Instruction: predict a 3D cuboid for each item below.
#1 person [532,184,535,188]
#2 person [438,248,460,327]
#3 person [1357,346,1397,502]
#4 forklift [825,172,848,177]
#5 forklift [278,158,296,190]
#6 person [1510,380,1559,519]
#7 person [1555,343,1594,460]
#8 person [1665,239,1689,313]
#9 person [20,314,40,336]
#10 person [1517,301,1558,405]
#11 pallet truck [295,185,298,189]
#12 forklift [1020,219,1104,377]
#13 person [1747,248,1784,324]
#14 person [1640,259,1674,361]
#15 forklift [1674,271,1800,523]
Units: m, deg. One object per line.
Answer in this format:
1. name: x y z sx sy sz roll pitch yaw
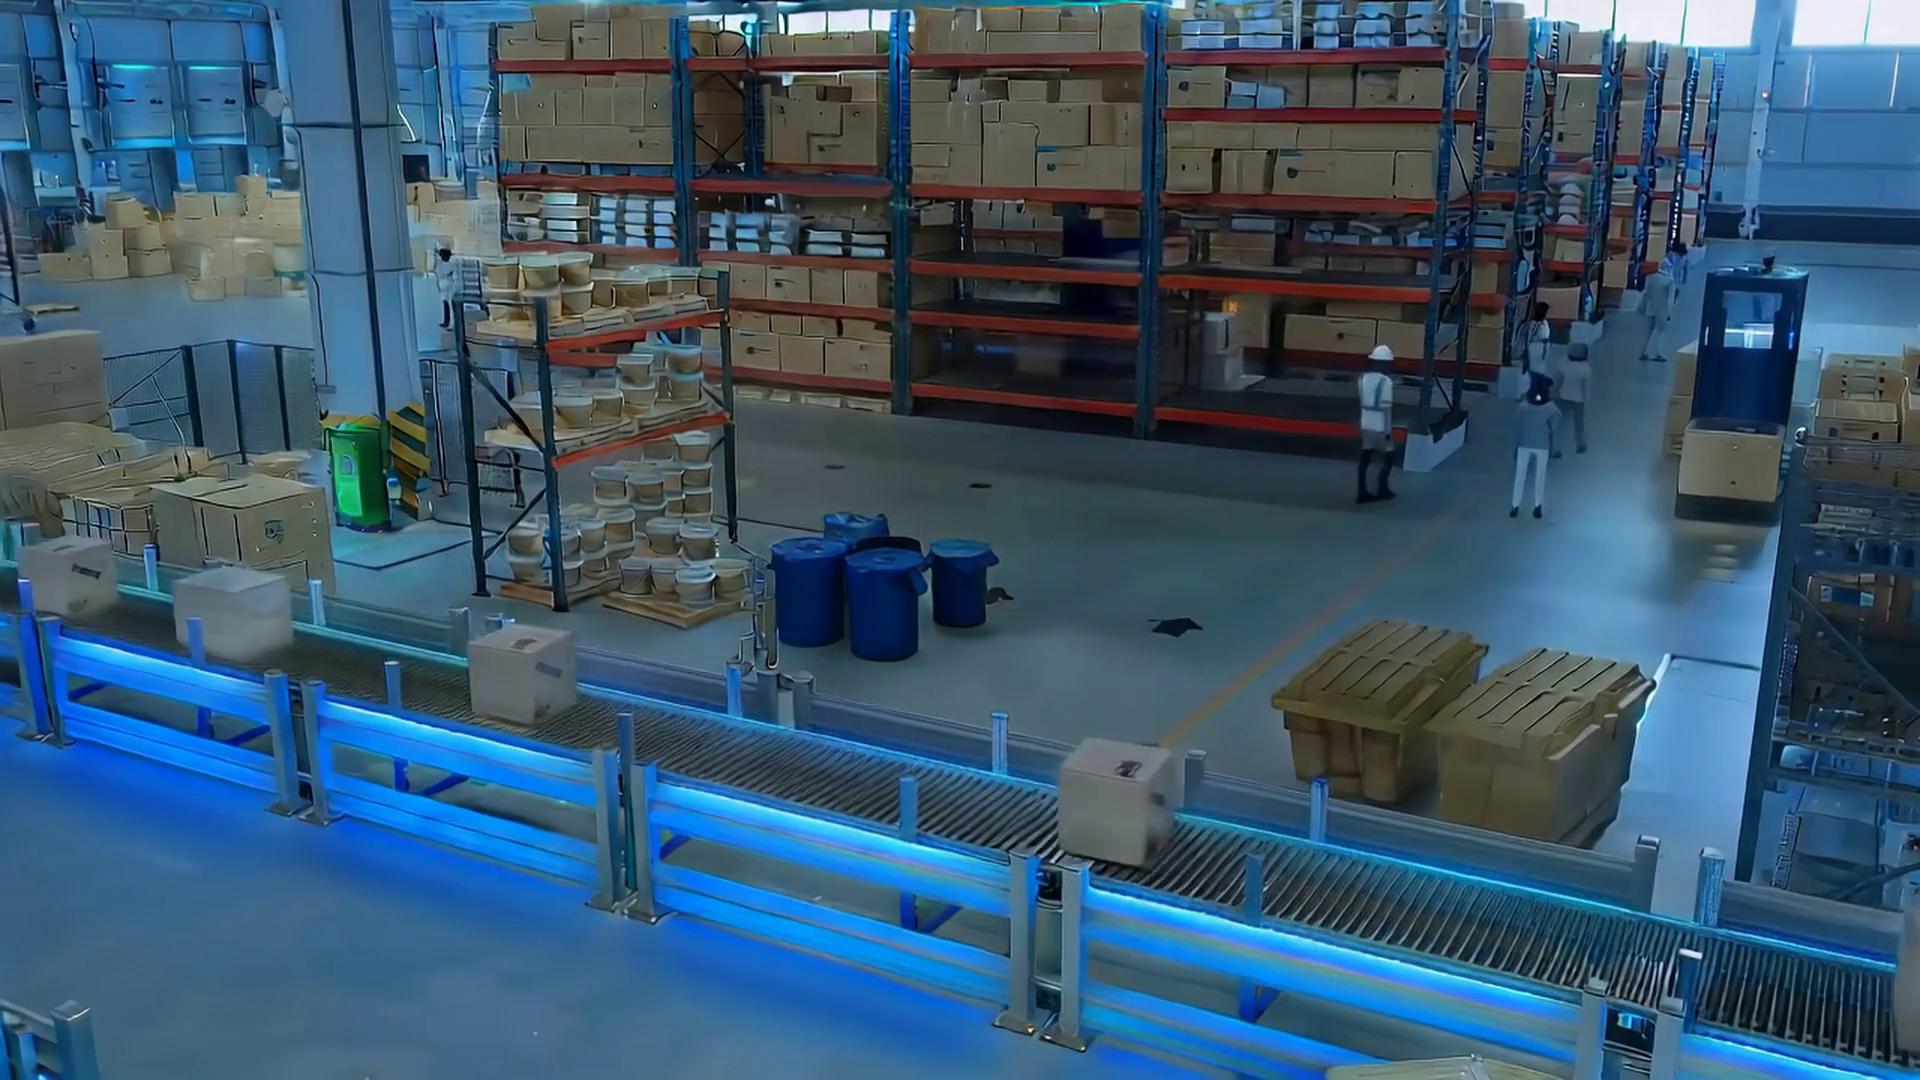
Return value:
1. person: -17.019 -13.485 66.079 0.532 1.690 0.322 3 15 11
2. person: -10.970 -5.405 35.684 0.532 1.697 0.322 5 16 19
3. person: 5.130 -1.409 20.238 0.679 1.915 0.581 -8 17 -28
4. forklift: -4.620 -13.133 62.470 1.129 2.768 1.873 8 17 28
5. forklift: -22.529 -11.525 56.427 1.873 2.768 1.129 8 17 28
6. person: 6.711 -1.061 19.475 0.507 1.634 0.280 5 16 18
7. person: 8.412 -1.912 22.779 0.505 1.579 0.880 11 19 36
8. person: 16.358 -6.033 38.054 0.556 1.681 0.397 8 17 28
9. person: -13.646 -2.465 24.559 0.555 1.723 0.866 -10 18 -33
10. person: 9.316 -2.978 26.569 0.607 1.682 0.545 3 15 10
11. pallet truck: -26.804 -14.617 69.738 1.885 1.965 0.823 -14 20 -42
12. forklift: 2.069 -3.999 28.135 1.873 2.768 1.129 8 17 28
13. person: 15.478 -4.594 31.989 0.637 2.029 0.443 14 20 42
14. person: 13.087 -4.300 31.152 0.399 1.900 0.643 -7 16 -24
15. forklift: 9.269 -1.763 19.726 1.129 2.768 1.873 8 17 27
